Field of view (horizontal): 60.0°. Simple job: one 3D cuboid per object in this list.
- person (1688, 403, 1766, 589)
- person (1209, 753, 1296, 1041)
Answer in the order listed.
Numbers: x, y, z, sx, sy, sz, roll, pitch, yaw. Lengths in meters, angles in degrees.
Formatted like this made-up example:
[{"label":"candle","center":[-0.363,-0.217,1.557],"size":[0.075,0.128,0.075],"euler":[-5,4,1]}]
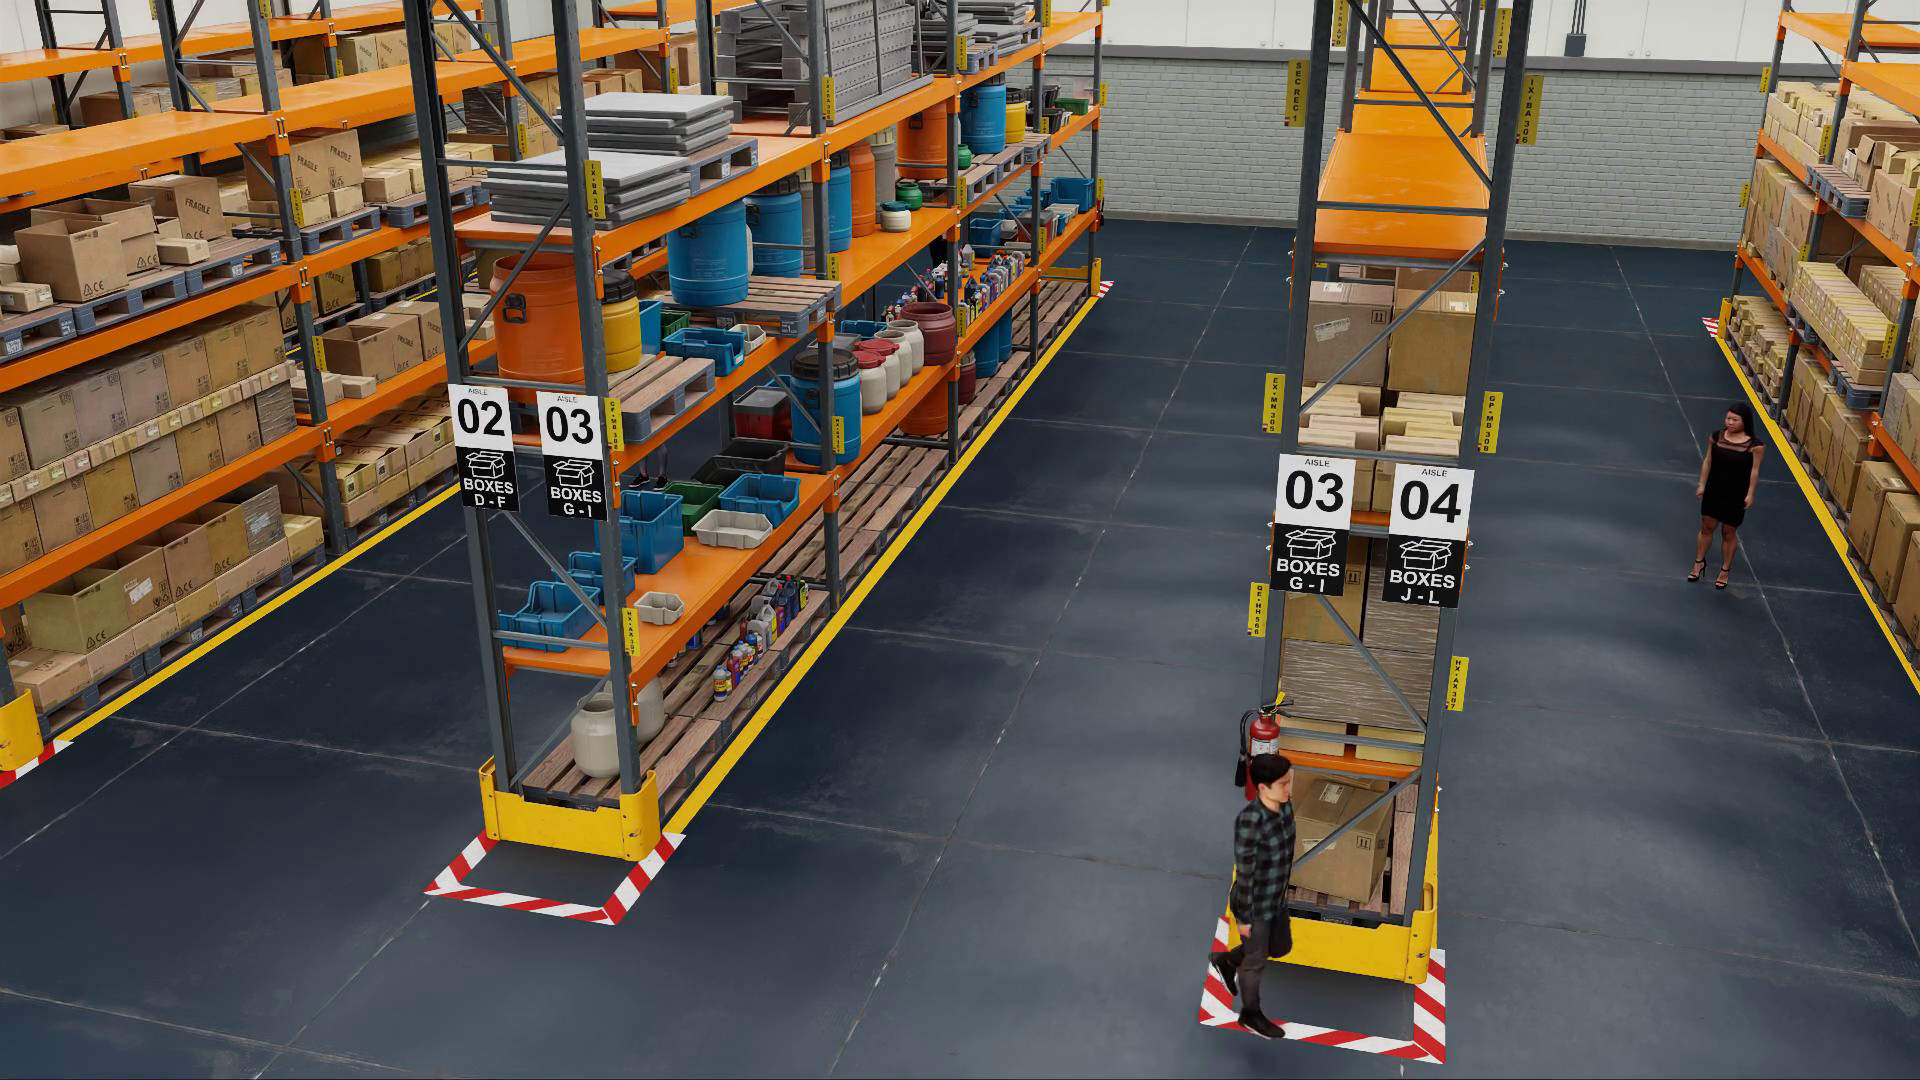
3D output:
[{"label":"person","center":[6.840,-0.404,14.853],"size":[0.760,1.717,0.769],"euler":[21,30,41]},{"label":"person","center":[1.570,1.885,8.967],"size":[0.878,1.700,0.865],"euler":[17,28,35]}]
